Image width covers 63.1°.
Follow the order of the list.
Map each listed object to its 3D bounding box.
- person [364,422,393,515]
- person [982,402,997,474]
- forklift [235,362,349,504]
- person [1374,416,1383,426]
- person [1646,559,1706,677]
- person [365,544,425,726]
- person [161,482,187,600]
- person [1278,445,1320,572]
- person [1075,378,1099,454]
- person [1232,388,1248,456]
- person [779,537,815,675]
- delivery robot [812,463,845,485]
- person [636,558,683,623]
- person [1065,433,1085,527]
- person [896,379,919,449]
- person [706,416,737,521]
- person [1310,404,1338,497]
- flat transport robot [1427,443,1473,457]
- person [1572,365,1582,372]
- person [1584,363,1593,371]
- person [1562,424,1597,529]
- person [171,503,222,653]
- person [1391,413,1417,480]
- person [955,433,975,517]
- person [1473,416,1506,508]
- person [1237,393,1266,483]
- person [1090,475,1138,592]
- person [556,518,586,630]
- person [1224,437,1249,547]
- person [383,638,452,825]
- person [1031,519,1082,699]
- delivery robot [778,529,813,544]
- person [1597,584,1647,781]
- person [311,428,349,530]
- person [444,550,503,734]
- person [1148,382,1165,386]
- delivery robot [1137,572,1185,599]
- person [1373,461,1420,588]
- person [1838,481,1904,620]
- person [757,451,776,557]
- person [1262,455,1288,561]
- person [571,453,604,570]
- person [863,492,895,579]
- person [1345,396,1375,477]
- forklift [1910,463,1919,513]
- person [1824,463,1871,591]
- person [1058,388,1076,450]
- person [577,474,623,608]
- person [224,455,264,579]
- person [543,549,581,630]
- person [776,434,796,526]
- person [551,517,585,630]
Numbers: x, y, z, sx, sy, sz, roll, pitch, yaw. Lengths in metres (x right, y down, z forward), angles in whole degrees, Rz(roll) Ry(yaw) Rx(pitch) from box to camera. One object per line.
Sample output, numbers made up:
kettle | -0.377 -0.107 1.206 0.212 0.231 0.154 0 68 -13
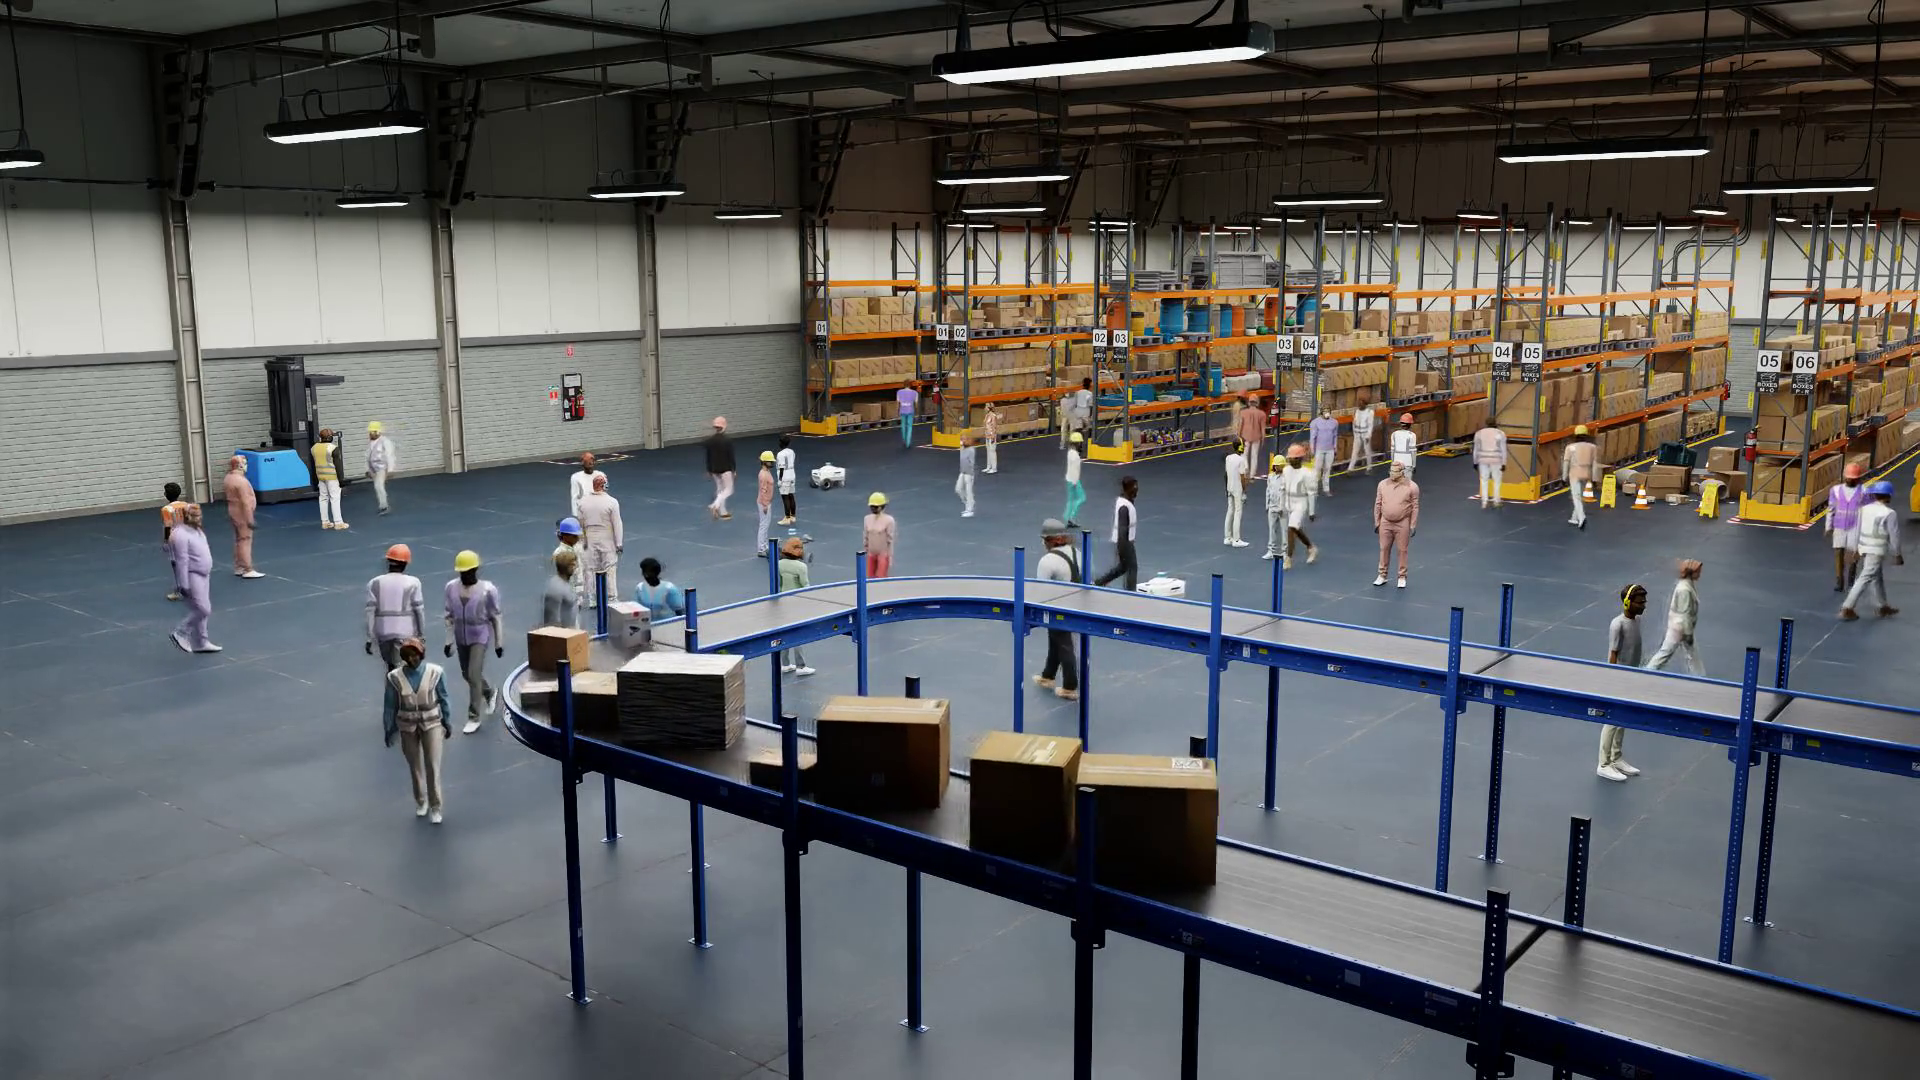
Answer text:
person | -11.222 -1.366 30.035 0.628 1.813 0.543 6 12 30
person | 0.701 -2.365 36.161 0.308 1.639 0.523 -3 11 -18
forklift | -13.803 -2.244 32.110 1.129 2.768 1.873 8 13 37
person | 11.357 -3.597 42.301 0.632 1.920 0.427 8 13 39
person | 8.011 0.994 17.406 0.905 1.592 0.526 6 12 30
person | -5.988 0.989 16.598 0.578 1.871 1.011 0 10 -3
person | -11.334 0.009 22.642 0.318 1.697 0.535 2 10 9
person | 5.422 -0.544 24.925 1.002 1.998 0.593 -6 12 -30
person | 3.242 -3.198 40.063 0.618 1.916 0.974 6 12 32
person | 6.608 -2.612 36.777 0.418 1.910 0.604 2 10 9
person | -1.961 0.773 18.514 0.498 1.633 0.278 8 13 37
delivery robot | -2.839 -1.427 33.793 0.707 0.478 0.477 -9 13 -40
person | -3.320 0.985 17.318 0.534 1.625 0.904 5 11 26
person | 2.127 -1.095 28.675 0.409 1.749 0.554 0 10 -2
person | -1.356 -3.340 41.170 0.580 1.805 0.878 1 10 7
person | -4.507 -1.325 29.354 0.629 1.979 0.663 6 12 30
person | 7.549 -1.855 32.445 0.637 1.938 0.357 -3 10 -16
flat transport robot | 12.482 -2.294 39.733 0.652 0.197 1.431 9 13 40
person | 17.362 -3.954 44.113 0.637 1.986 1.043 5 11 26
person | 19.348 -4.640 48.159 0.545 1.929 0.389 -3 10 -16
person | 11.404 -1.170 28.738 0.594 1.900 0.864 -1 10 -4
person | -9.488 0.482 19.412 0.453 1.892 0.670 -1 10 -7
person | 8.651 -1.501 30.458 0.361 1.938 0.546 -9 14 -42
person | 0.113 -1.245 29.916 0.357 1.620 0.501 -6 12 -32
person | 10.499 -1.541 31.049 0.644 1.813 0.543 5 11 25
person | 6.440 -2.253 34.569 0.614 1.982 0.508 1 10 6
person | 2.270 0.016 22.045 0.768 1.899 0.599 1 10 5
person | -4.641 0.648 18.606 0.395 1.847 0.544 -8 13 -39
person | 4.748 -0.831 26.892 0.309 1.864 0.534 -5 11 -27
person | -4.699 1.667 13.529 0.550 1.606 0.754 -2 10 -13
person | 1.034 0.751 17.611 0.871 2.000 0.705 7 12 36
delivery robot | -2.732 -0.061 25.371 0.698 0.223 0.335 -7 12 -33
person | 6.272 1.328 14.765 0.313 1.865 0.514 10 14 43
person | -11.512 -1.119 28.581 0.626 1.844 0.429 4 11 20
person | -5.084 1.010 16.462 0.577 1.894 0.832 3 10 15
person | 6.522 -5.336 52.470 0.916 1.794 0.589 -9 14 -42
delivery robot | 2.804 0.696 21.842 0.707 0.478 0.477 -8 13 -37
person | 6.518 -0.238 23.447 0.652 1.902 0.402 6 12 31
person | 12.461 0.146 21.330 0.992 1.903 0.612 -1 10 -4
person | -3.196 -0.605 25.931 0.335 1.757 0.517 0 10 -1
person | 5.200 -0.529 25.541 0.492 1.740 0.325 9 13 41
person | -5.831 -0.434 24.682 0.588 1.861 0.683 -4 11 -23
person | -1.091 0.196 21.458 0.528 1.748 0.465 6 12 31
person | 9.160 -2.354 35.589 0.593 1.822 1.032 9 14 43
forklift | 19.034 -1.348 28.998 2.313 2.155 1.214 8 13 37
person | 13.118 -0.191 23.142 0.559 1.917 0.450 8 13 38
person | 2.770 -3.118 40.468 0.527 1.600 0.739 5 11 26
person | -5.020 0.021 21.982 0.654 1.906 0.408 3 10 16
person | -11.068 -0.366 24.160 0.404 1.907 0.647 -9 14 -42
person | -4.088 1.051 16.113 0.420 1.930 0.675 0 10 -2
person | -3.231 -1.123 29.009 0.320 1.695 0.537 4 11 21
person | -4.505 0.700 18.051 0.403 1.943 0.606 0 10 1
